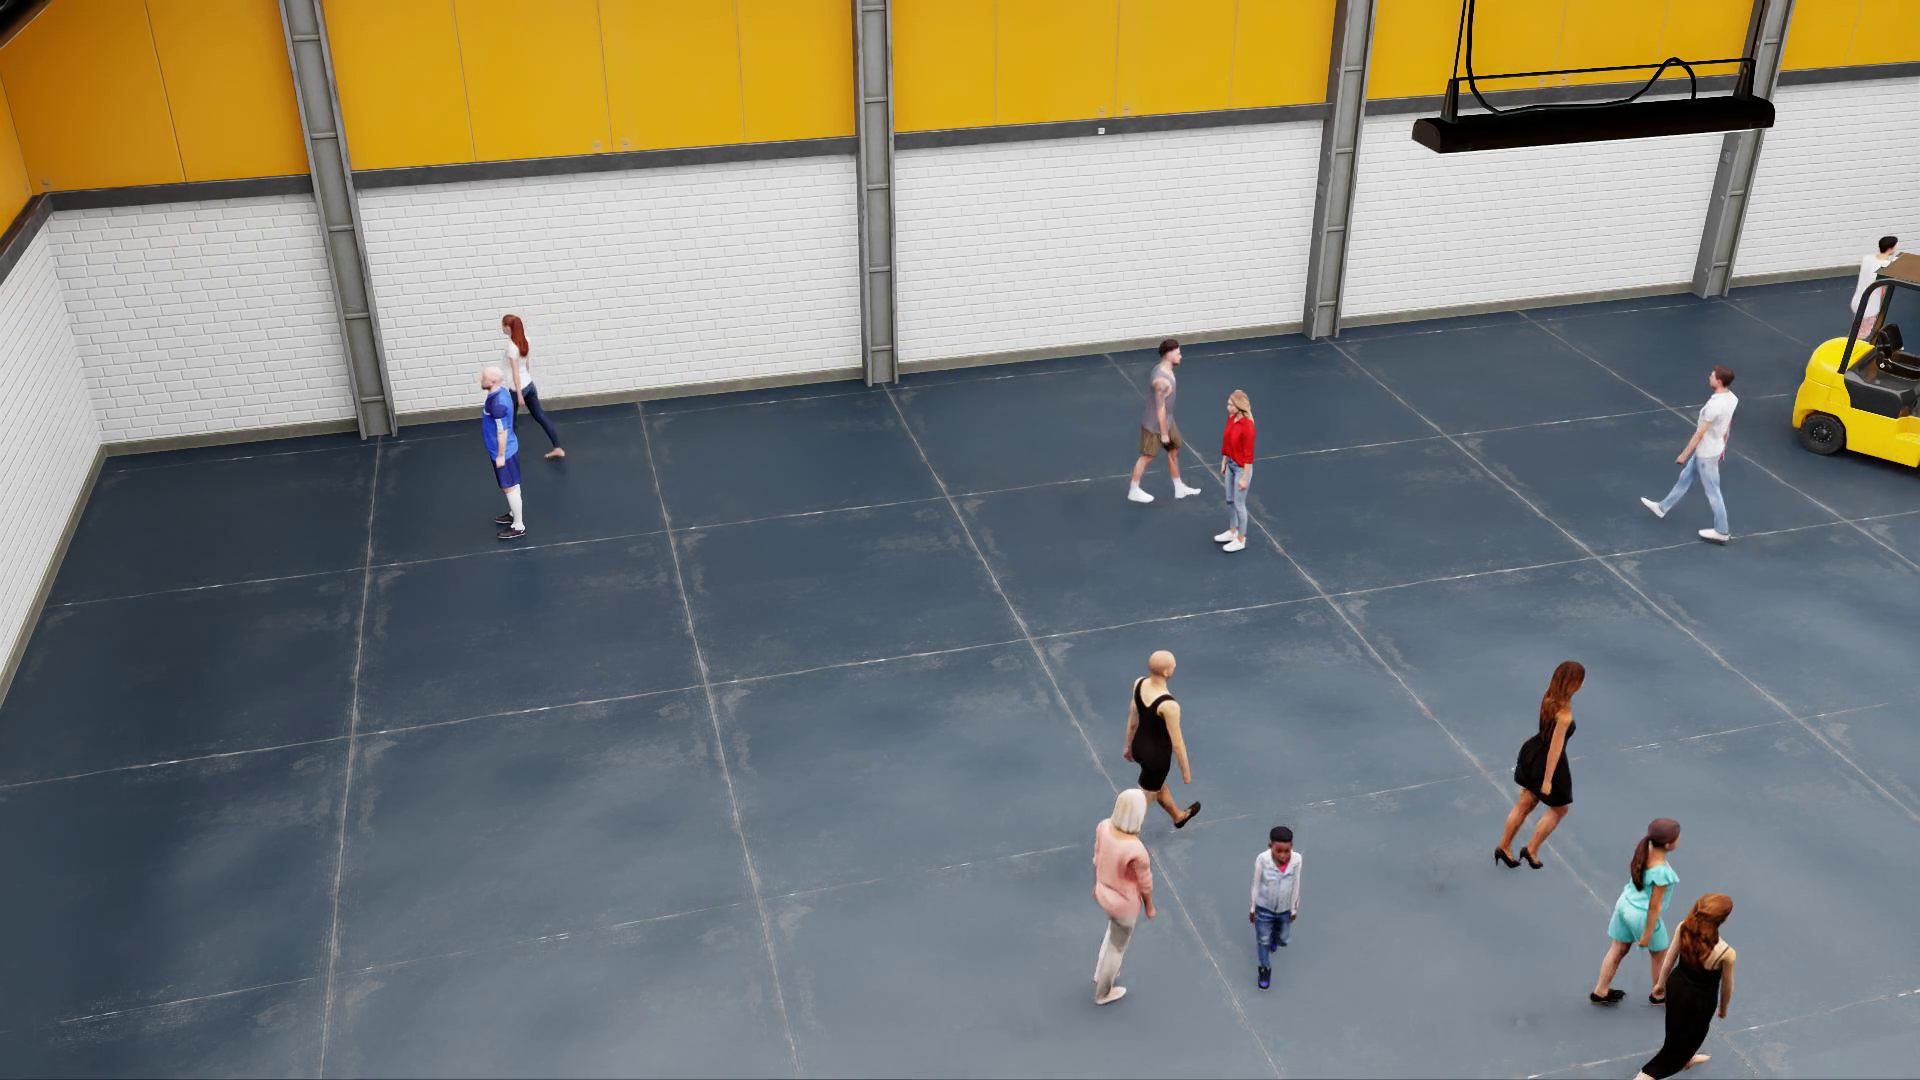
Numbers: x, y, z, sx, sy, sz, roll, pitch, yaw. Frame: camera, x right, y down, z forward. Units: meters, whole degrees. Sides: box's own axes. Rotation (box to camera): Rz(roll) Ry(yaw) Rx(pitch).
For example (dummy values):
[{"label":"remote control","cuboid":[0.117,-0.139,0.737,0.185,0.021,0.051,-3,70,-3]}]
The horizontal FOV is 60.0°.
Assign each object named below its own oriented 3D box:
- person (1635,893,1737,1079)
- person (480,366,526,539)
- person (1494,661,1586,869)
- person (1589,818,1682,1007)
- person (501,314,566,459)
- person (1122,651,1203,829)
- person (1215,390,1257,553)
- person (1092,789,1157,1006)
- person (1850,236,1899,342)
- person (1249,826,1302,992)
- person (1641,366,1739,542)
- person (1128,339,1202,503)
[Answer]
[{"label":"person","cuboid":[4.414,2.878,10.215,1.145,1.578,0.685,-14,31,-24]},{"label":"person","cuboid":[-4.650,-0.922,16.904,0.558,1.843,0.661,-8,30,-14]},{"label":"person","cuboid":[4.164,1.692,12.141,0.740,1.816,0.716,-1,29,-2]},{"label":"person","cuboid":[4.431,2.481,10.982,0.851,1.541,0.559,-6,29,-12]},{"label":"person","cuboid":[-4.752,-1.638,18.376,1.213,1.691,1.012,9,30,16]},{"label":"person","cuboid":[1.335,1.644,12.276,1.180,1.771,0.836,-14,32,-24]},{"label":"person","cuboid":[2.789,-0.706,16.657,0.567,1.700,0.650,-12,31,-20]},{"label":"person","cuboid":[0.984,2.395,10.962,0.692,1.711,0.676,-17,33,-28]},{"label":"person","cuboid":[11.169,-2.906,20.614,0.676,1.773,0.678,-5,29,-9]},{"label":"person","cuboid":[2.145,2.444,11.355,0.741,1.248,0.692,3,29,5]},{"label":"person","cuboid":[7.634,-0.826,16.777,1.168,1.797,1.232,22,36,35]},{"label":"person","cuboid":[1.966,-1.221,17.305,1.118,1.810,0.926,6,29,10]}]
